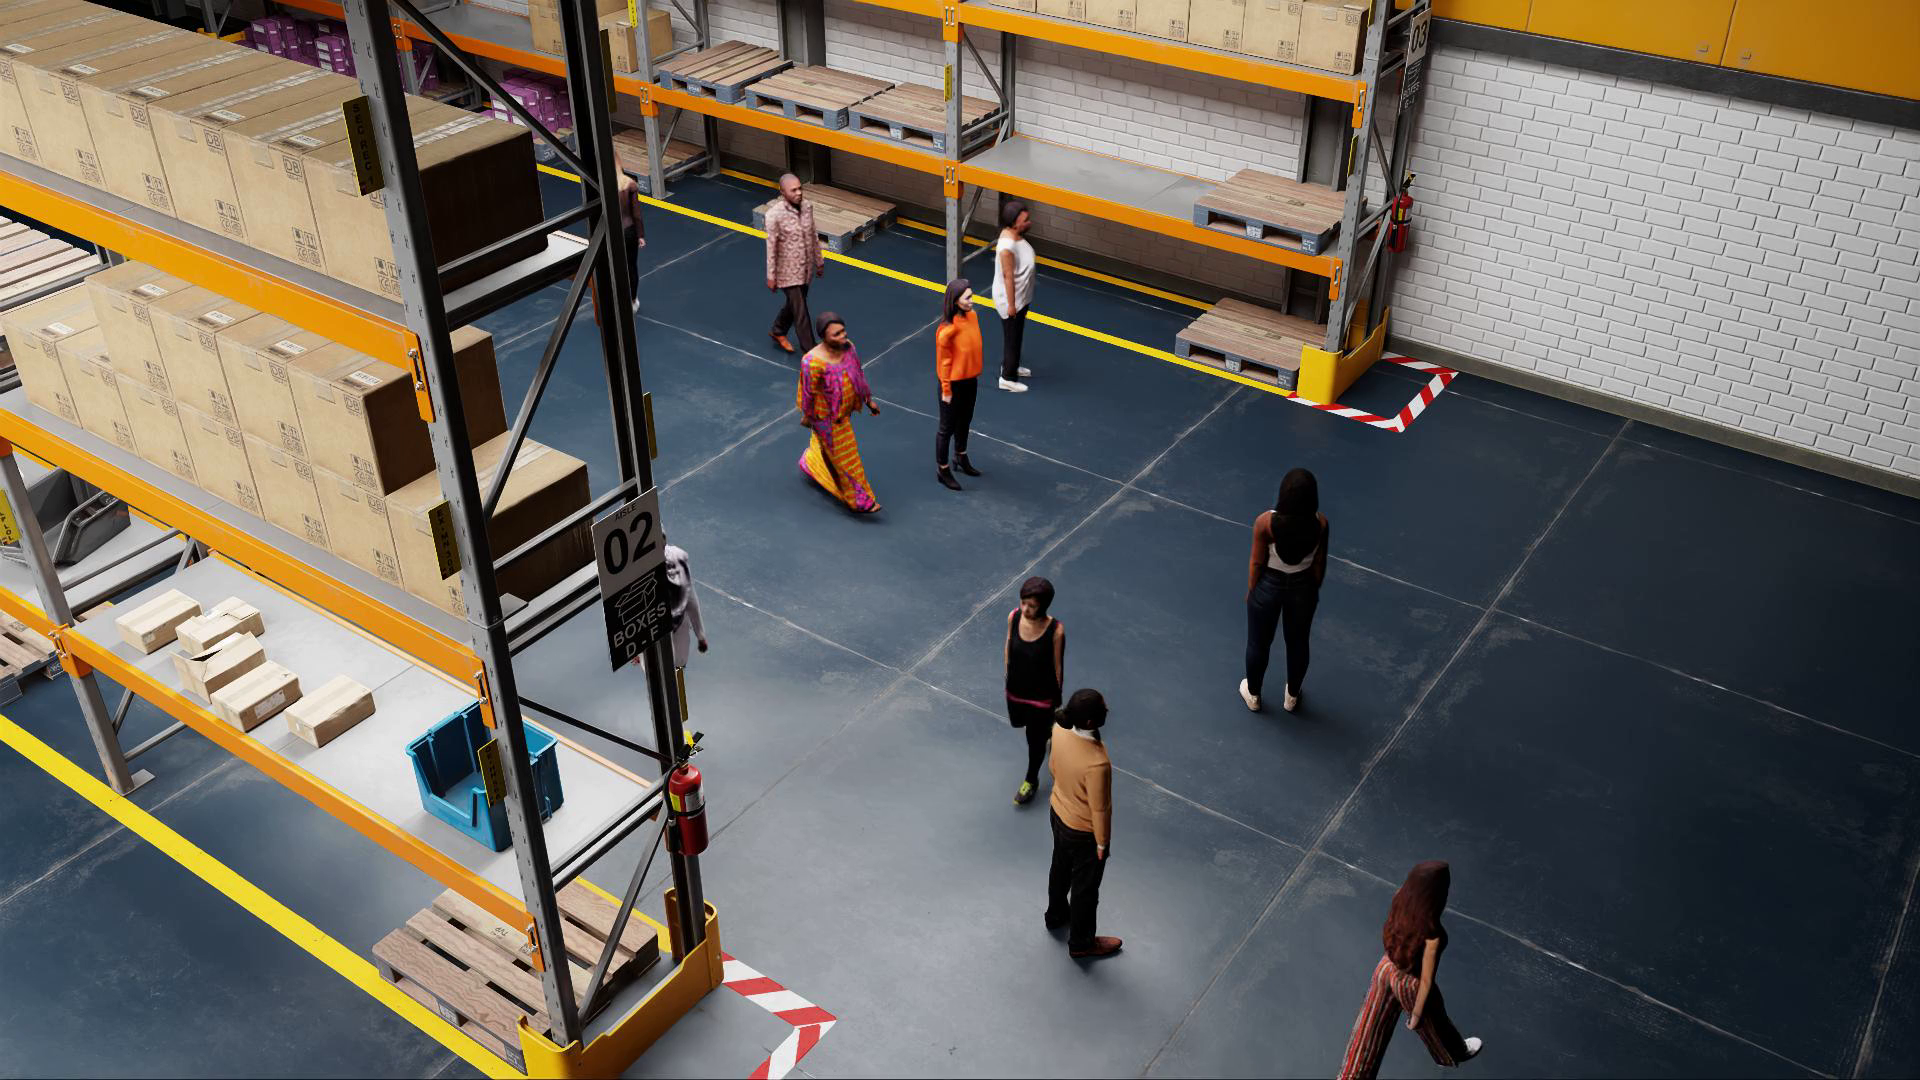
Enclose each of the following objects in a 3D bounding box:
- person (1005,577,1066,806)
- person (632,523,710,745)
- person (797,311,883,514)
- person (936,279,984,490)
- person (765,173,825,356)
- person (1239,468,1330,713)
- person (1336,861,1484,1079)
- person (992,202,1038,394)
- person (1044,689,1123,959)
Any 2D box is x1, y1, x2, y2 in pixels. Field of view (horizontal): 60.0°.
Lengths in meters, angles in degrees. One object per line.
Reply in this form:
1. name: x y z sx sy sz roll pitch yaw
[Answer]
1. person: 0.479 0.840 10.072 0.829 1.537 0.628 18 38 25
2. person: -1.866 0.565 10.279 0.677 1.765 0.663 -23 40 -31
3. person: -1.016 -1.050 12.797 1.151 1.668 0.628 21 39 28
4. person: -0.026 -1.232 12.997 0.544 1.748 0.615 22 40 30
5. person: -1.511 -2.396 14.726 1.189 1.774 0.778 26 42 34
6. person: 2.070 0.326 10.598 0.711 1.810 0.806 2 34 3
7. person: 2.096 2.179 8.076 1.017 1.516 1.069 -12 35 -17
8. person: 0.477 -2.127 14.399 0.770 1.688 0.757 3 34 5
9. person: 0.641 1.498 8.885 0.810 1.755 0.692 -16 37 -22
